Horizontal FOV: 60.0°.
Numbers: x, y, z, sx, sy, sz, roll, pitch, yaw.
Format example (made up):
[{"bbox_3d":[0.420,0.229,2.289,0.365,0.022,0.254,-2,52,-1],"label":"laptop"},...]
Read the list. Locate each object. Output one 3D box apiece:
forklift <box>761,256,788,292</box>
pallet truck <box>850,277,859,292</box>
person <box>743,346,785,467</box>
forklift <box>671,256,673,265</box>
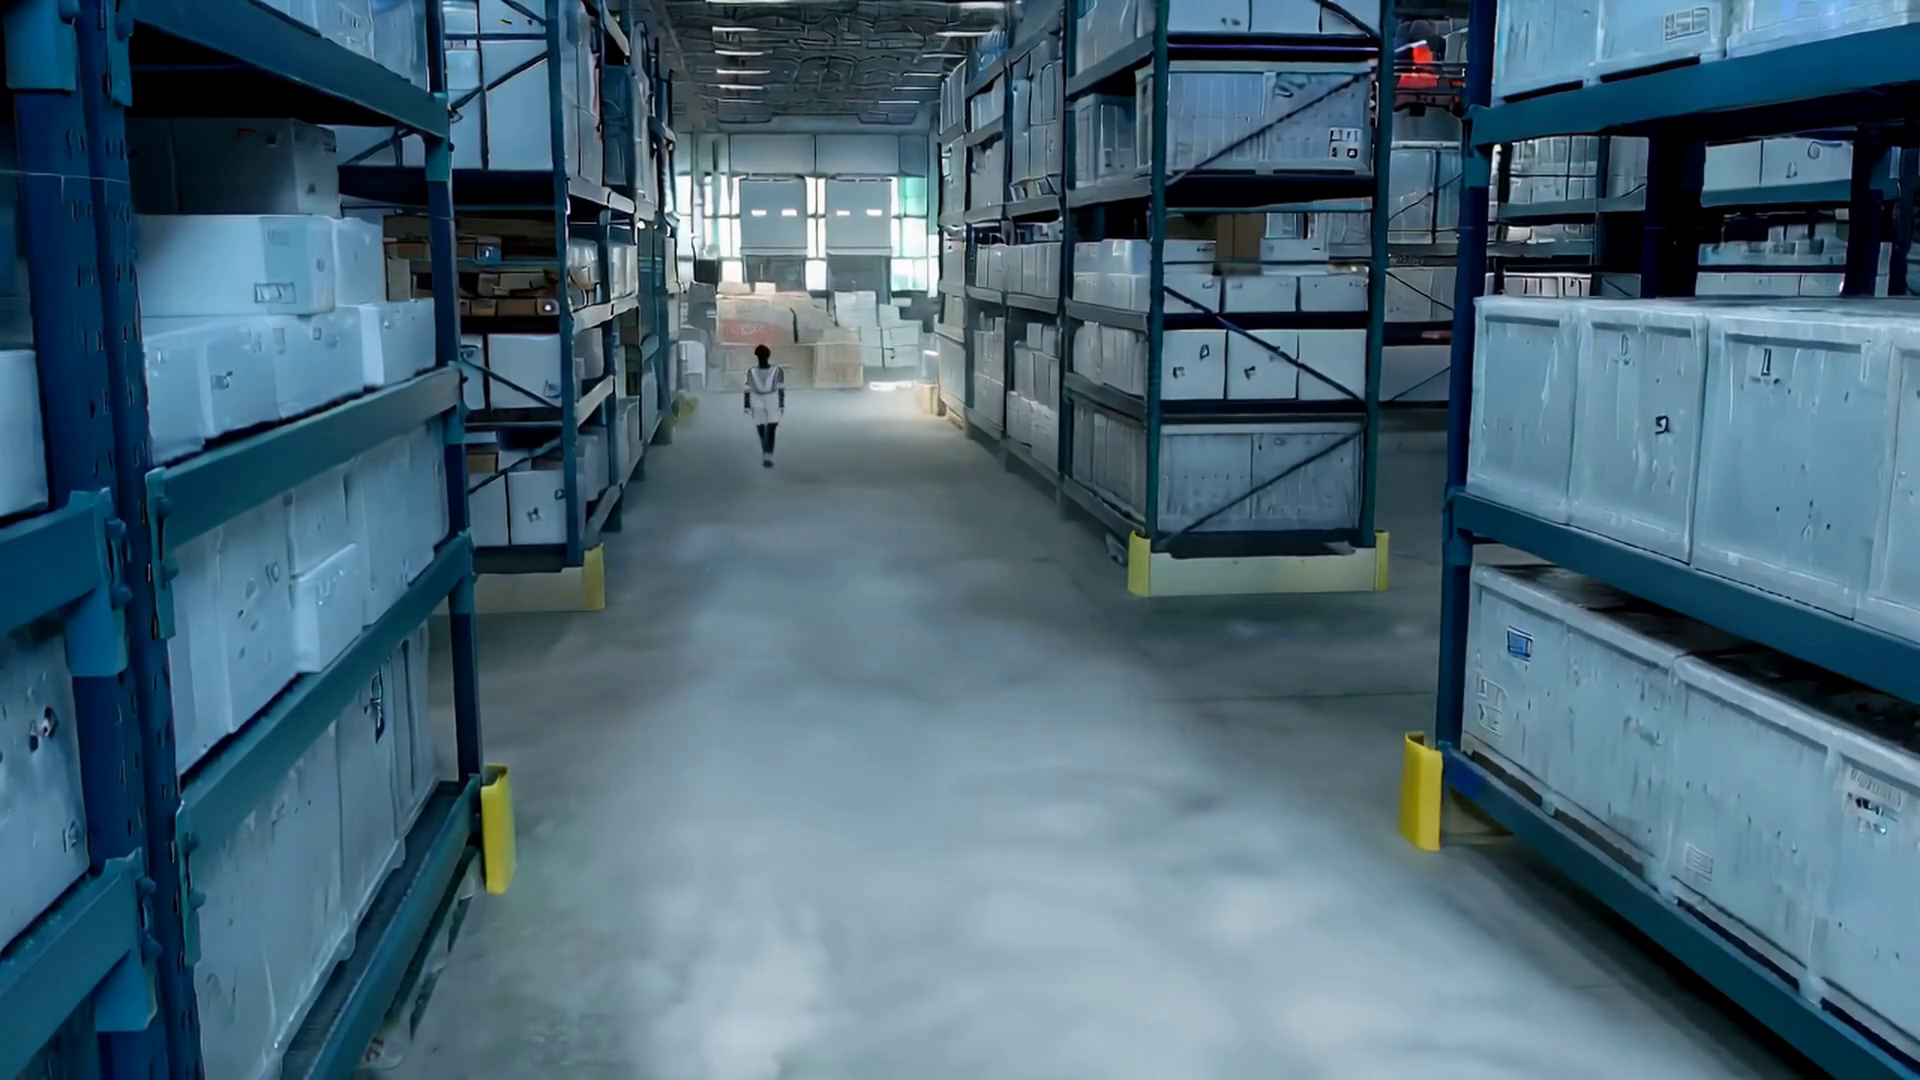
[{"bbox_3d":[-6.760,-8.992,60.913,1.129,2.768,1.873,-6,12,-33],"label":"forklift"},{"bbox_3d":[-3.782,-9.391,65.808,1.885,1.965,0.823,2,10,10],"label":"pallet truck"},{"bbox_3d":[-2.689,-1.822,22.720,0.553,1.648,0.861,0,10,2],"label":"person"},{"bbox_3d":[-10.985,-9.066,61.343,1.129,2.768,1.873,-1,10,-7],"label":"forklift"}]
